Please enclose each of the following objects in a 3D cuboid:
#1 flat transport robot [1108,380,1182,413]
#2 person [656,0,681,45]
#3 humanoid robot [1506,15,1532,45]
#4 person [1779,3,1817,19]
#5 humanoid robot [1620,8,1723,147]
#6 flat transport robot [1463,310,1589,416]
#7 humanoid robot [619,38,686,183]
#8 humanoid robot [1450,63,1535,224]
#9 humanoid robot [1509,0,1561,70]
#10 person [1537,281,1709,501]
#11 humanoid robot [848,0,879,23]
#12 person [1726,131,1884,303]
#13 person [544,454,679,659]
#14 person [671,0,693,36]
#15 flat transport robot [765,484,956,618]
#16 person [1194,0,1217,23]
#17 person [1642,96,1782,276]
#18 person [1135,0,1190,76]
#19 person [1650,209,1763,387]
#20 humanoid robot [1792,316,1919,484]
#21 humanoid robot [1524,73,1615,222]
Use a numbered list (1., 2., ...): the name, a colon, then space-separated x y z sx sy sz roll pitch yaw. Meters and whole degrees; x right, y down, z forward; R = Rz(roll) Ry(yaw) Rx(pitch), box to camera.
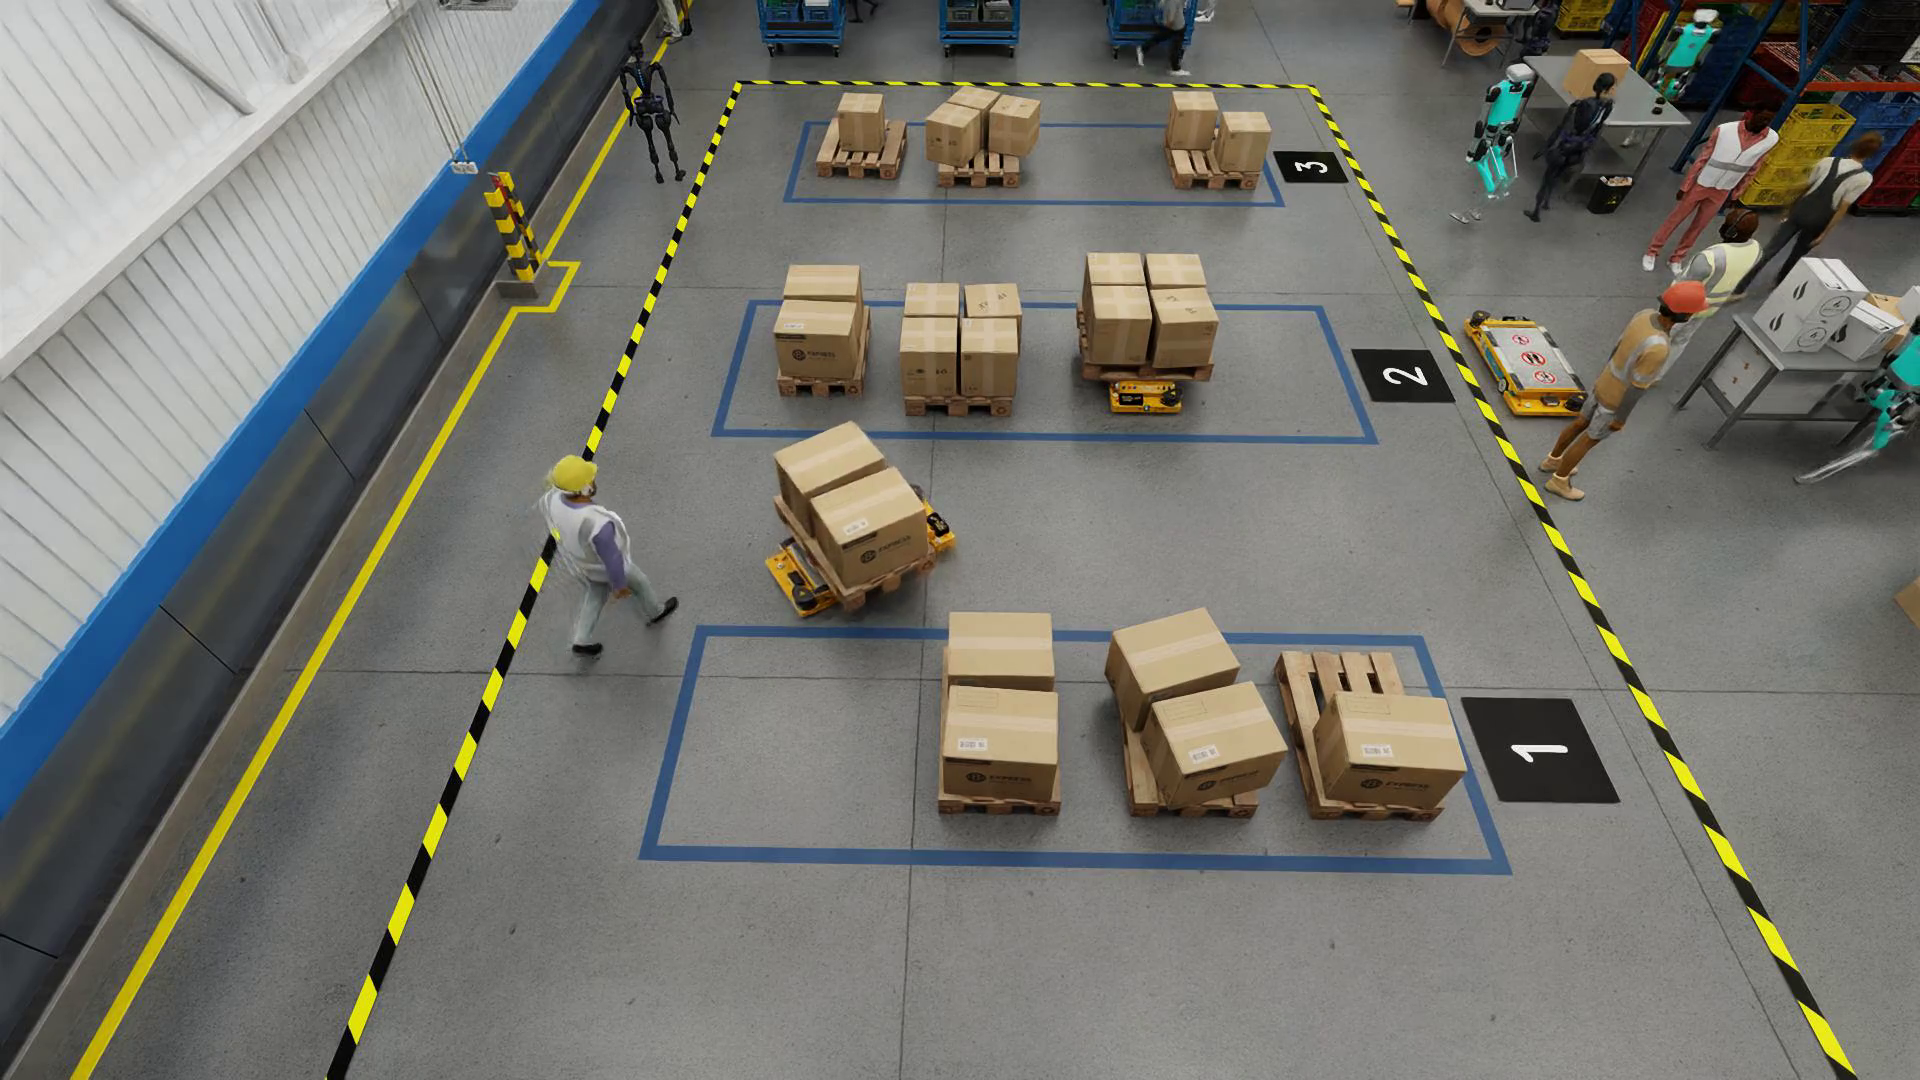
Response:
1. flat transport robot: 1.773 -1.807 9.079 0.652 0.197 1.431 1 49 1
2. person: -4.600 -8.563 13.903 0.422 1.837 0.583 -34 57 -26
3. humanoid robot: 8.821 -8.578 14.047 0.608 1.629 0.731 -21 52 -17
4. person: 12.331 -8.021 13.526 0.849 1.709 0.488 -3 49 -3
5. humanoid robot: 8.922 -5.856 11.637 0.559 1.795 0.792 12 50 10
6. flat transport robot: 5.573 -1.757 9.054 0.659 0.231 1.431 1 49 1
7. humanoid robot: -3.733 -5.173 11.072 0.599 1.653 0.315 -7 49 -6
8. humanoid robot: 6.022 -4.309 10.201 0.533 1.681 0.735 -11 50 -10
9. humanoid robot: 7.570 -6.451 12.176 0.315 1.657 0.599 37 58 27
10. person: 5.309 -1.183 7.382 0.359 2.047 0.613 12 50 10
11. humanoid robot: -1.605 -9.059 14.446 0.438 1.647 0.597 5 49 4
12. person: 8.671 -3.268 9.357 1.026 1.791 0.524 -22 53 -18
13. person: -2.554 0.160 6.385 0.602 1.803 0.832 27 54 22
14. person: -4.498 -8.810 14.056 0.543 1.938 0.351 11 50 9
15. flat transport robot: -0.808 0.052 7.470 1.431 0.197 0.652 -27 54 -21
16. person: 4.024 -9.210 14.451 0.329 1.864 0.506 21 52 17
17. person: 7.939 -3.723 9.672 0.585 1.911 0.399 14 51 12
18. person: 3.017 -7.631 13.118 0.785 1.817 0.624 7 50 6
19. person: 6.633 -2.141 8.355 0.628 1.835 0.429 -11 50 -10
20. humanoid robot: 7.791 -1.142 7.556 0.892 1.774 0.540 -1 49 -1
21. humanoid robot: 6.933 -4.481 10.479 0.601 1.654 0.360 -5 49 -4
